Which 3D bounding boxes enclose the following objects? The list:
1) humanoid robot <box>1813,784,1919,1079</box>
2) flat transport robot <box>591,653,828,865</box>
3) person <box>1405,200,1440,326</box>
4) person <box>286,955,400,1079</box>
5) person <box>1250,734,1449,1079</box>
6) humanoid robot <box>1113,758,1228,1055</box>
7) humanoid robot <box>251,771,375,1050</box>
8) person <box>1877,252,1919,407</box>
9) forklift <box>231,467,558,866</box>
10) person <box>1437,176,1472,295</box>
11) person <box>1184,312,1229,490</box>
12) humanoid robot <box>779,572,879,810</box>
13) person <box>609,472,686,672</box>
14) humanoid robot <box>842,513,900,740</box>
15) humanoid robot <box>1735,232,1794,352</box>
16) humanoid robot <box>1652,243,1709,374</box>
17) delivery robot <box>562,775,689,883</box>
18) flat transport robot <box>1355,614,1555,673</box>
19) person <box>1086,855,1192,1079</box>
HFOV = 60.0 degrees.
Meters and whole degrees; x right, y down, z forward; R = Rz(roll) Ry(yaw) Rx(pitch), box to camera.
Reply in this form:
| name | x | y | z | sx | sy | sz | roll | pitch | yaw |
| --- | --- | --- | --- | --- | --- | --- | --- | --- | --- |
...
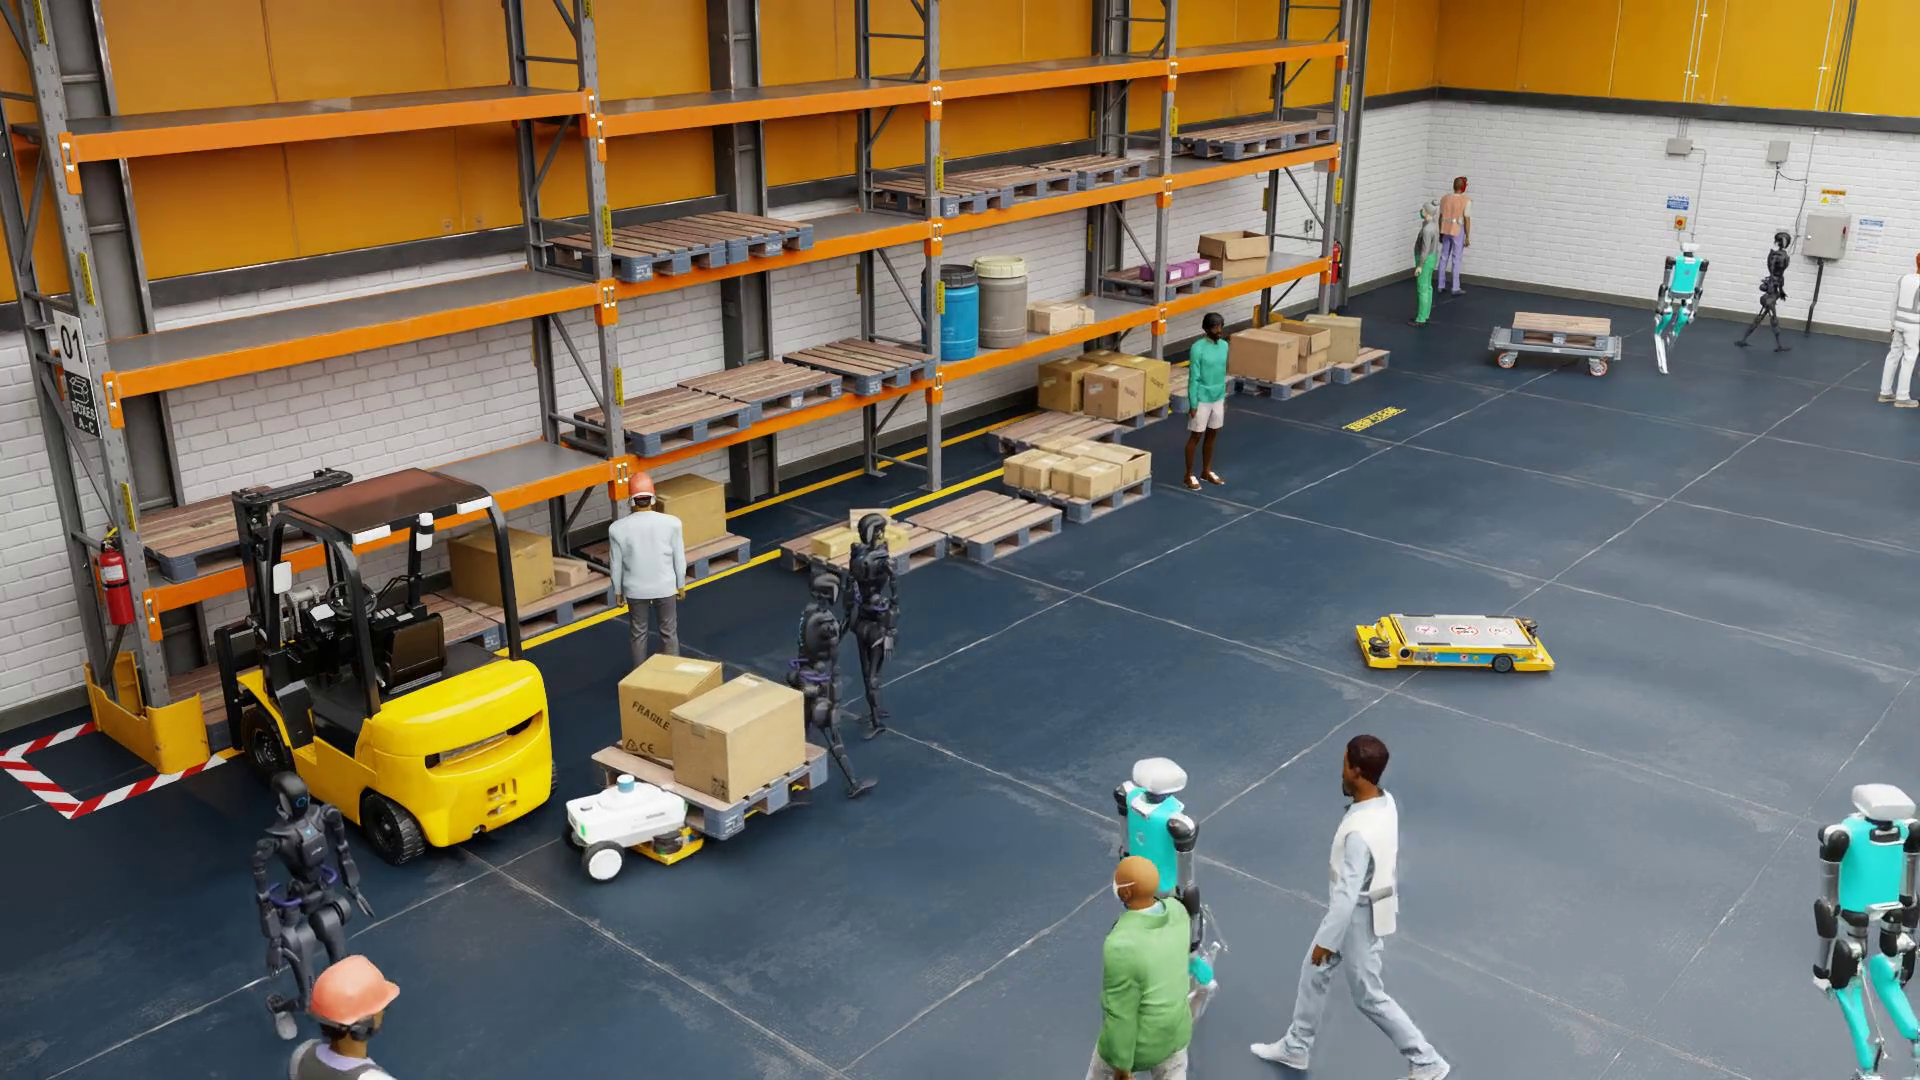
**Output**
| name | x | y | z | sx | sy | sz | roll | pitch | yaw |
| --- | --- | --- | --- | --- | --- | --- | --- | --- | --- |
| humanoid robot | 4.360 | 2.092 | 7.789 | 0.537 | 1.779 | 0.842 | -4 | 21 | -11 |
| flat transport robot | -1.636 | 1.686 | 10.982 | 0.659 | 0.231 | 1.431 | 14 | 25 | 34 |
| person | 6.771 | -4.046 | 24.248 | 0.341 | 1.839 | 0.506 | 11 | 23 | 27 |
| person | -2.227 | 2.493 | 6.258 | 0.633 | 2.030 | 0.506 | 14 | 24 | 33 |
| person | 2.001 | 1.863 | 8.212 | 0.951 | 1.864 | 0.626 | 6 | 21 | 15 |
| humanoid robot | 1.149 | 1.872 | 8.371 | 0.743 | 1.797 | 0.531 | -13 | 24 | -32 |
| humanoid robot | -3.330 | 1.874 | 8.456 | 0.461 | 1.644 | 0.612 | 12 | 23 | 29 |
| person | 11.510 | -2.557 | 20.150 | 0.350 | 1.881 | 0.575 | -5 | 21 | -12 |
| forklift | -3.730 | 0.710 | 10.856 | 2.313 | 2.155 | 1.214 | 17 | 26 | 38 |
| person | 7.806 | -4.818 | 26.327 | 0.397 | 1.846 | 0.563 | -15 | 25 | -36 |
| person | 2.544 | -1.452 | 17.205 | 0.505 | 1.847 | 0.379 | -13 | 24 | -32 |
| humanoid robot | -0.909 | 0.976 | 10.910 | 0.706 | 1.630 | 0.584 | -12 | 23 | -29 |
| person | -2.338 | 0.334 | 12.515 | 0.567 | 1.746 | 0.351 | -3 | 20 | -8 |
| humanoid robot | -0.659 | 0.594 | 11.898 | 0.400 | 1.648 | 0.600 | -17 | 26 | -39 |
| humanoid robot | 11.171 | -3.409 | 22.824 | 0.787 | 1.630 | 0.587 | 16 | 26 | 37 |
| humanoid robot | 9.280 | -3.006 | 21.685 | 0.551 | 1.850 | 0.860 | 2 | 20 | 7 |
| delivery robot | -2.076 | 1.751 | 10.384 | 0.789 | 0.587 | 0.499 | -10 | 23 | -26 |
| flat transport robot | 3.948 | 0.824 | 13.318 | 1.431 | 0.231 | 0.659 | 1 | 20 | 3 |
| person | 0.796 | 2.187 | 7.528 | 0.558 | 1.729 | 0.981 | -16 | 26 | -37 |
